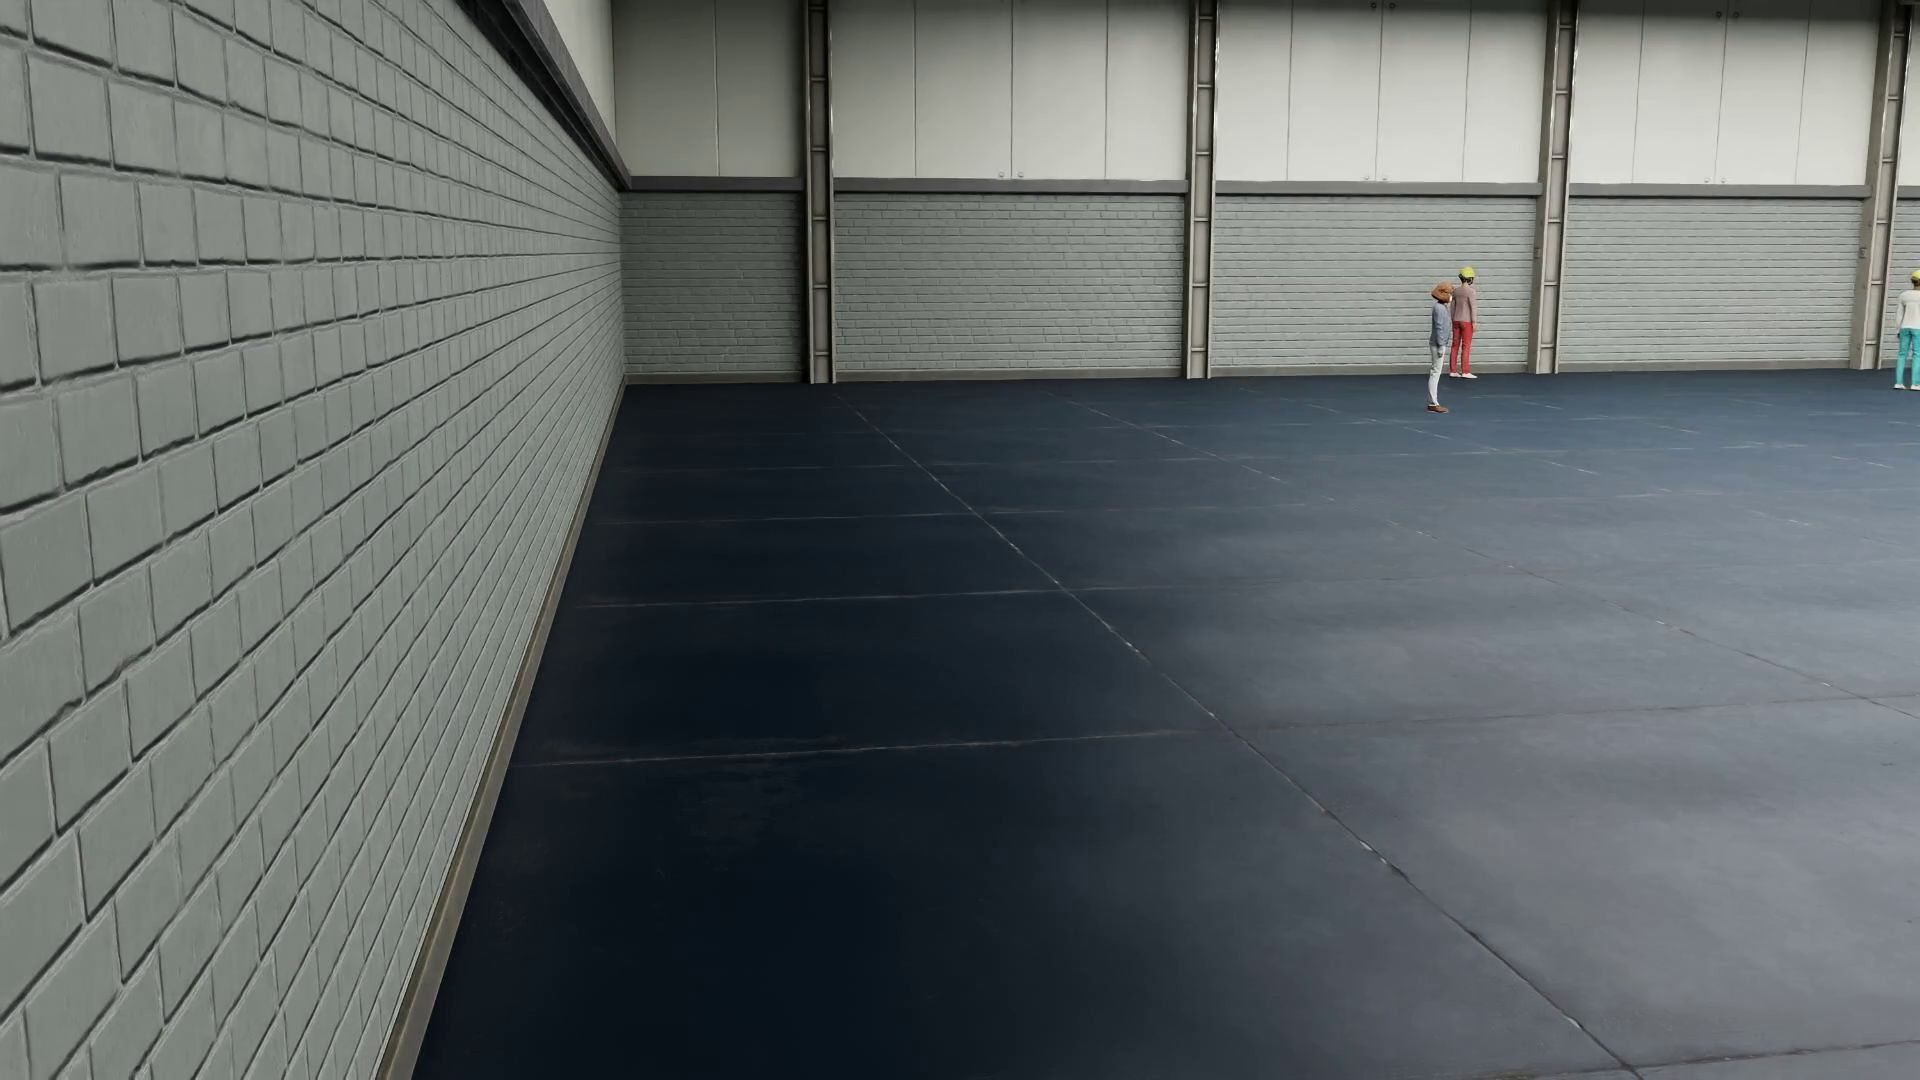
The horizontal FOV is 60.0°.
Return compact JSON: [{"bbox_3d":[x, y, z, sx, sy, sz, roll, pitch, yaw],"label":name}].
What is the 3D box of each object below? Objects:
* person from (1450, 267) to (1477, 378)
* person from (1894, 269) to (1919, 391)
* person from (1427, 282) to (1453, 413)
[{"bbox_3d":[8.055,-3.463,26.568,0.314,1.769,0.524,-5,11,-28],"label":"person"},{"bbox_3d":[13.929,-3.061,24.255,0.326,1.767,0.533,-5,11,-27],"label":"person"},{"bbox_3d":[6.058,-2.427,20.992,0.289,1.632,0.497,3,10,16],"label":"person"}]
